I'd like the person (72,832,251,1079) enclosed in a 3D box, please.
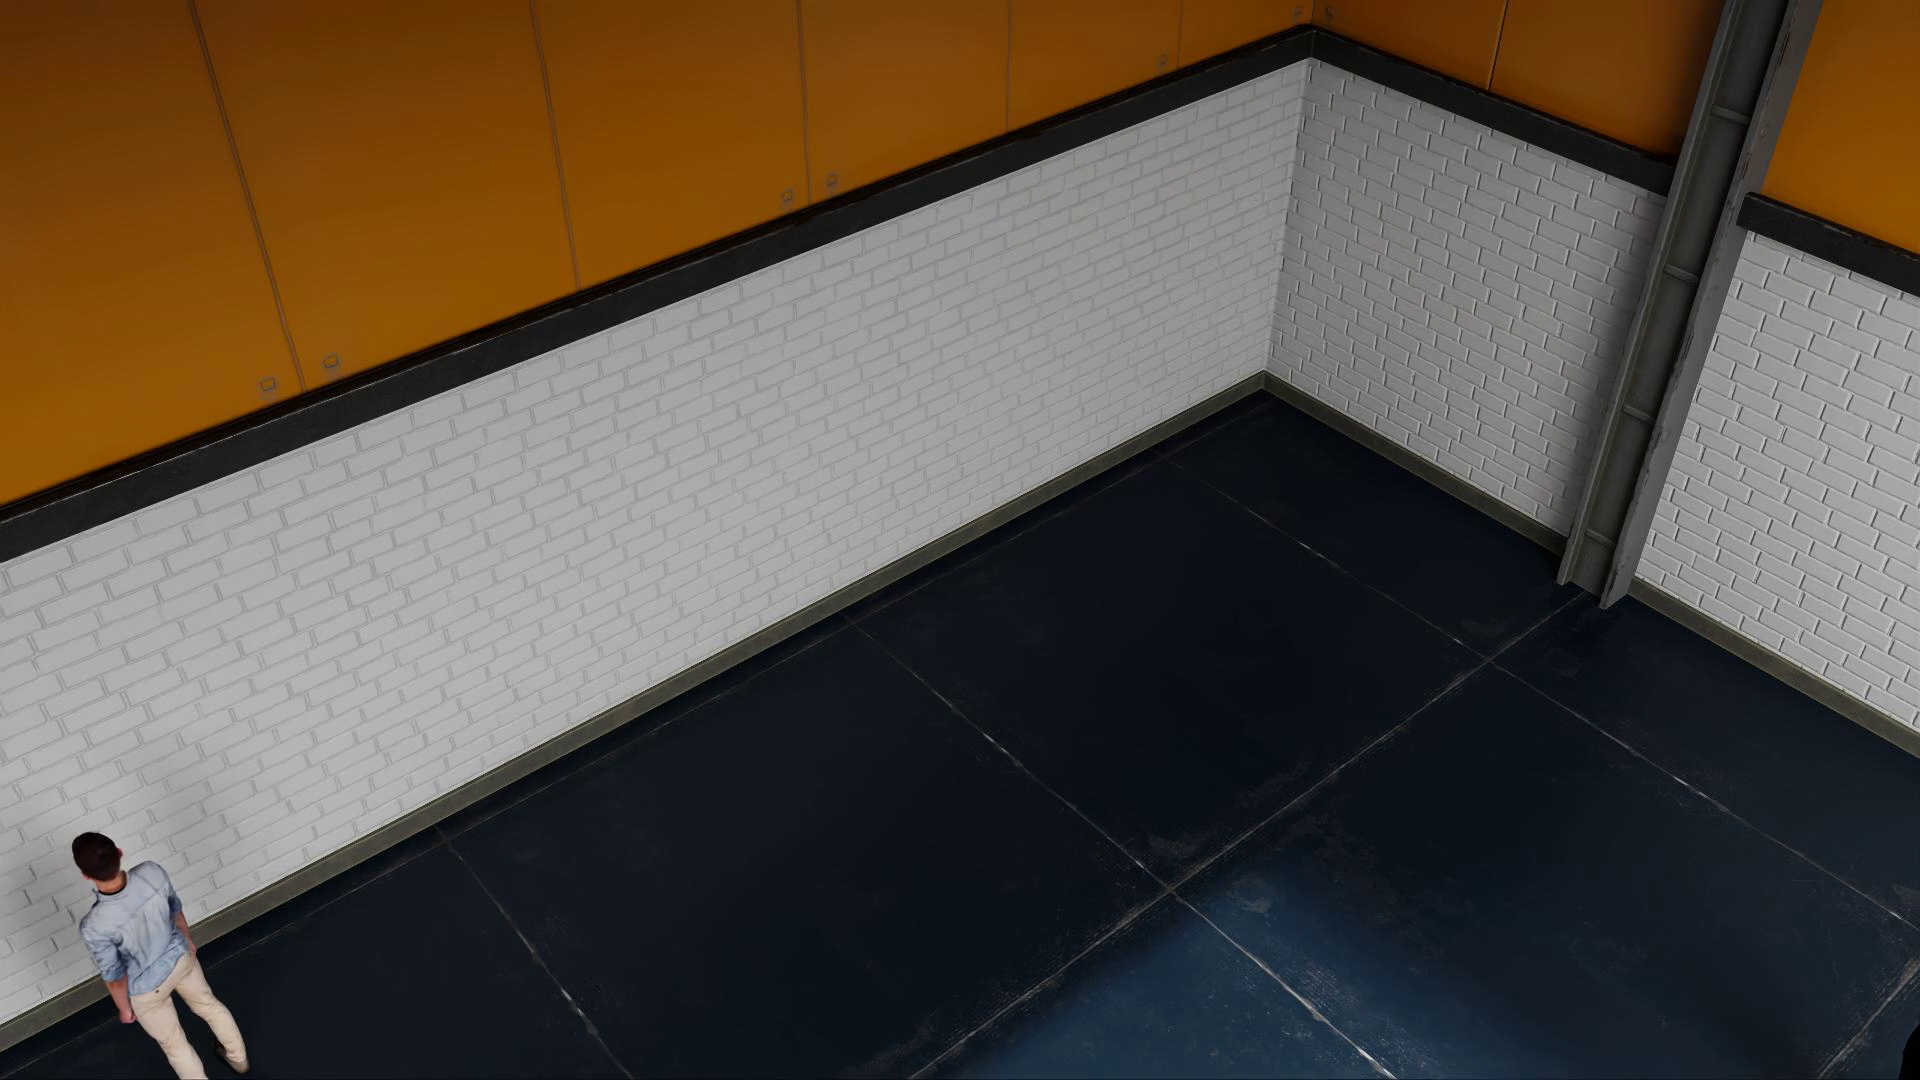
[{"bbox_3d":[-3.833,2.061,7.940,0.702,1.846,0.726,15,41,17],"label":"person"}]
